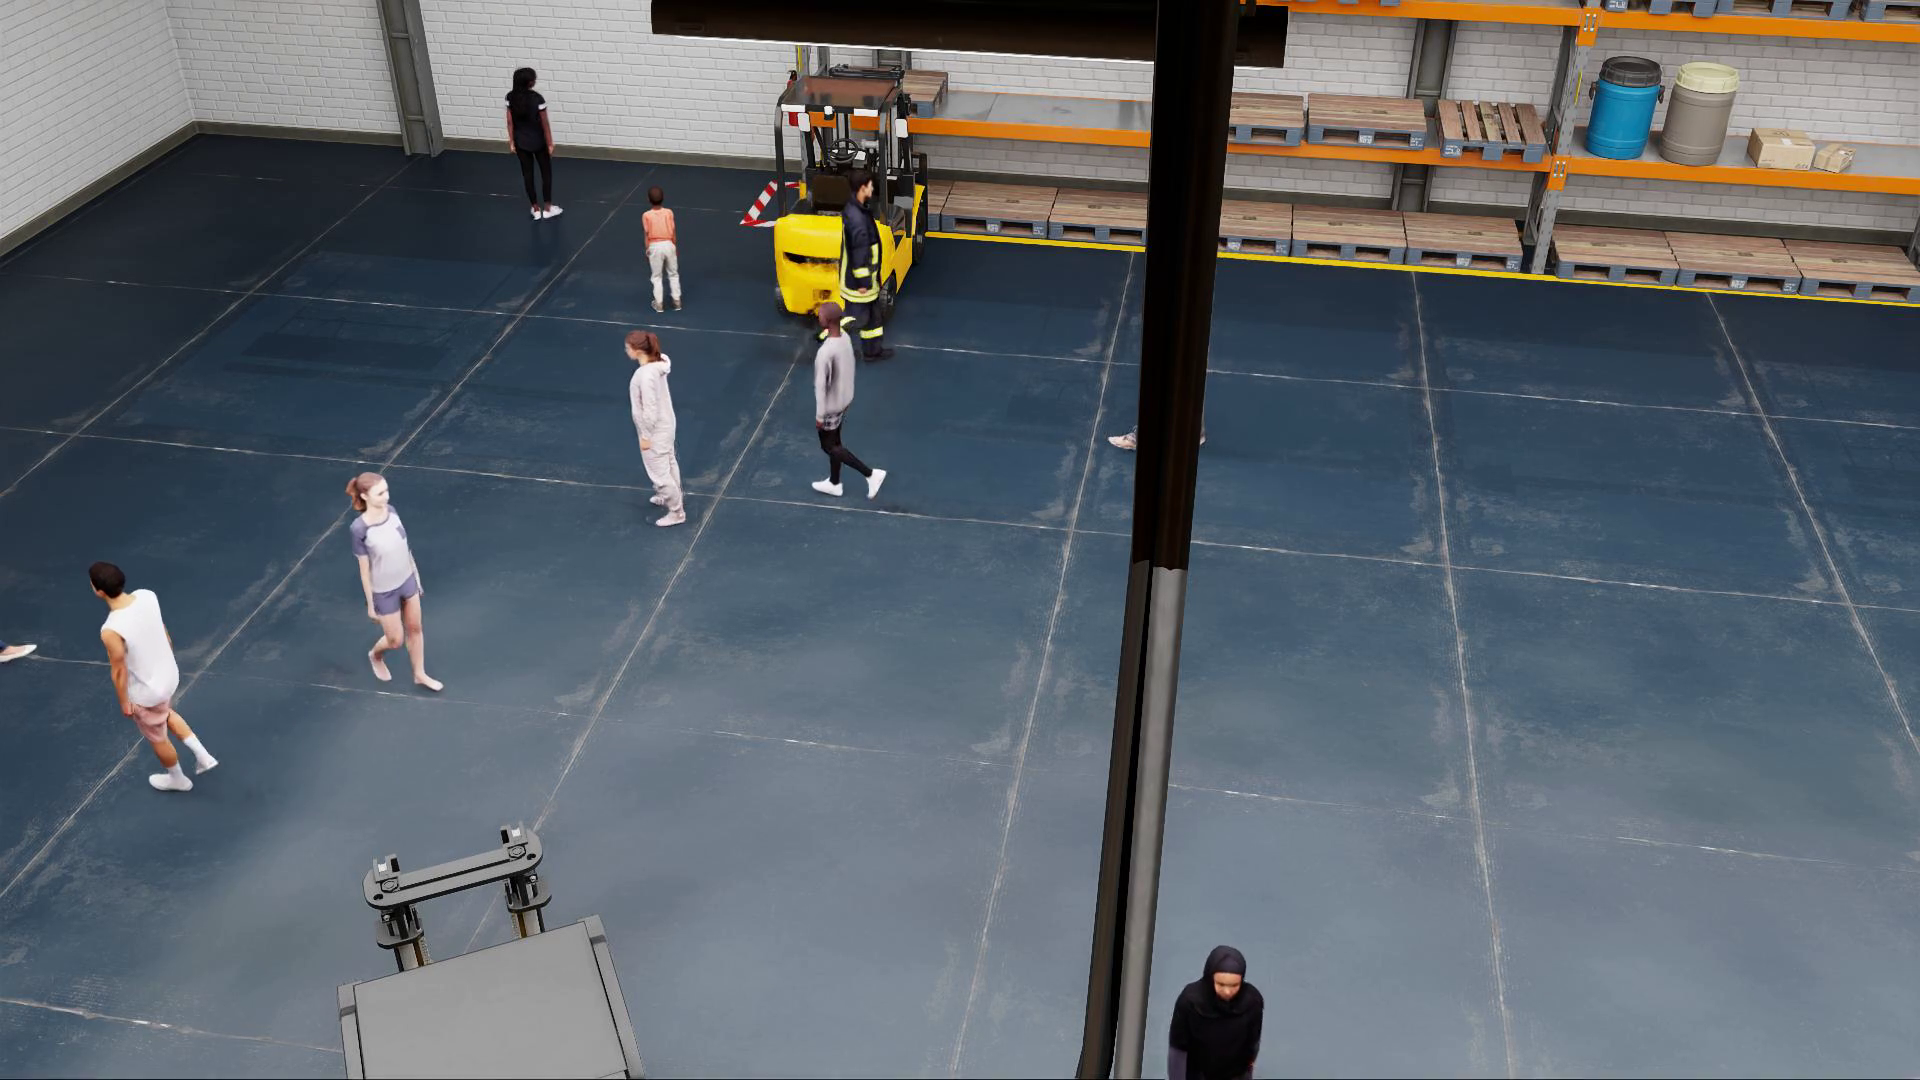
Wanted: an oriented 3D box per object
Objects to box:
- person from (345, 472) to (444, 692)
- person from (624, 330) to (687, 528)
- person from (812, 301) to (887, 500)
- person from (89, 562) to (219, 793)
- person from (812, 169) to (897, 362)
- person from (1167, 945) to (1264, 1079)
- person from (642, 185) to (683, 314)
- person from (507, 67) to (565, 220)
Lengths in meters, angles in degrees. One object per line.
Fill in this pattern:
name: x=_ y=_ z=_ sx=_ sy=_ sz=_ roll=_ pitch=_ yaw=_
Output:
person: x=-3.973 y=0.296 z=11.461 sx=0.833 sy=1.755 sz=0.716 roll=16 pitch=37 yaw=23
person: x=-2.419 y=-0.923 z=13.352 sx=0.627 sy=1.693 sz=0.669 roll=4 pitch=34 yaw=5
person: x=-0.938 y=-1.090 z=13.543 sx=0.984 sy=1.760 sz=0.745 roll=9 pitch=35 yaw=14
person: x=-5.067 y=0.902 z=10.527 sx=0.719 sy=1.780 sz=0.653 roll=7 pitch=34 yaw=11
person: x=-1.022 y=-2.523 z=15.576 sx=1.112 sy=1.896 sz=0.924 roll=-1 pitch=34 yaw=-1
person: x=1.247 y=2.517 z=8.249 sx=0.907 sy=1.613 sz=0.778 roll=1 pitch=34 yaw=2
person: x=-2.995 y=-2.927 z=16.715 sx=0.510 sy=1.307 sz=0.600 roll=-10 pitch=35 yaw=-15
person: x=-4.795 y=-4.441 z=18.614 sx=0.561 sy=1.727 sz=0.741 roll=-4 pitch=34 yaw=-6
